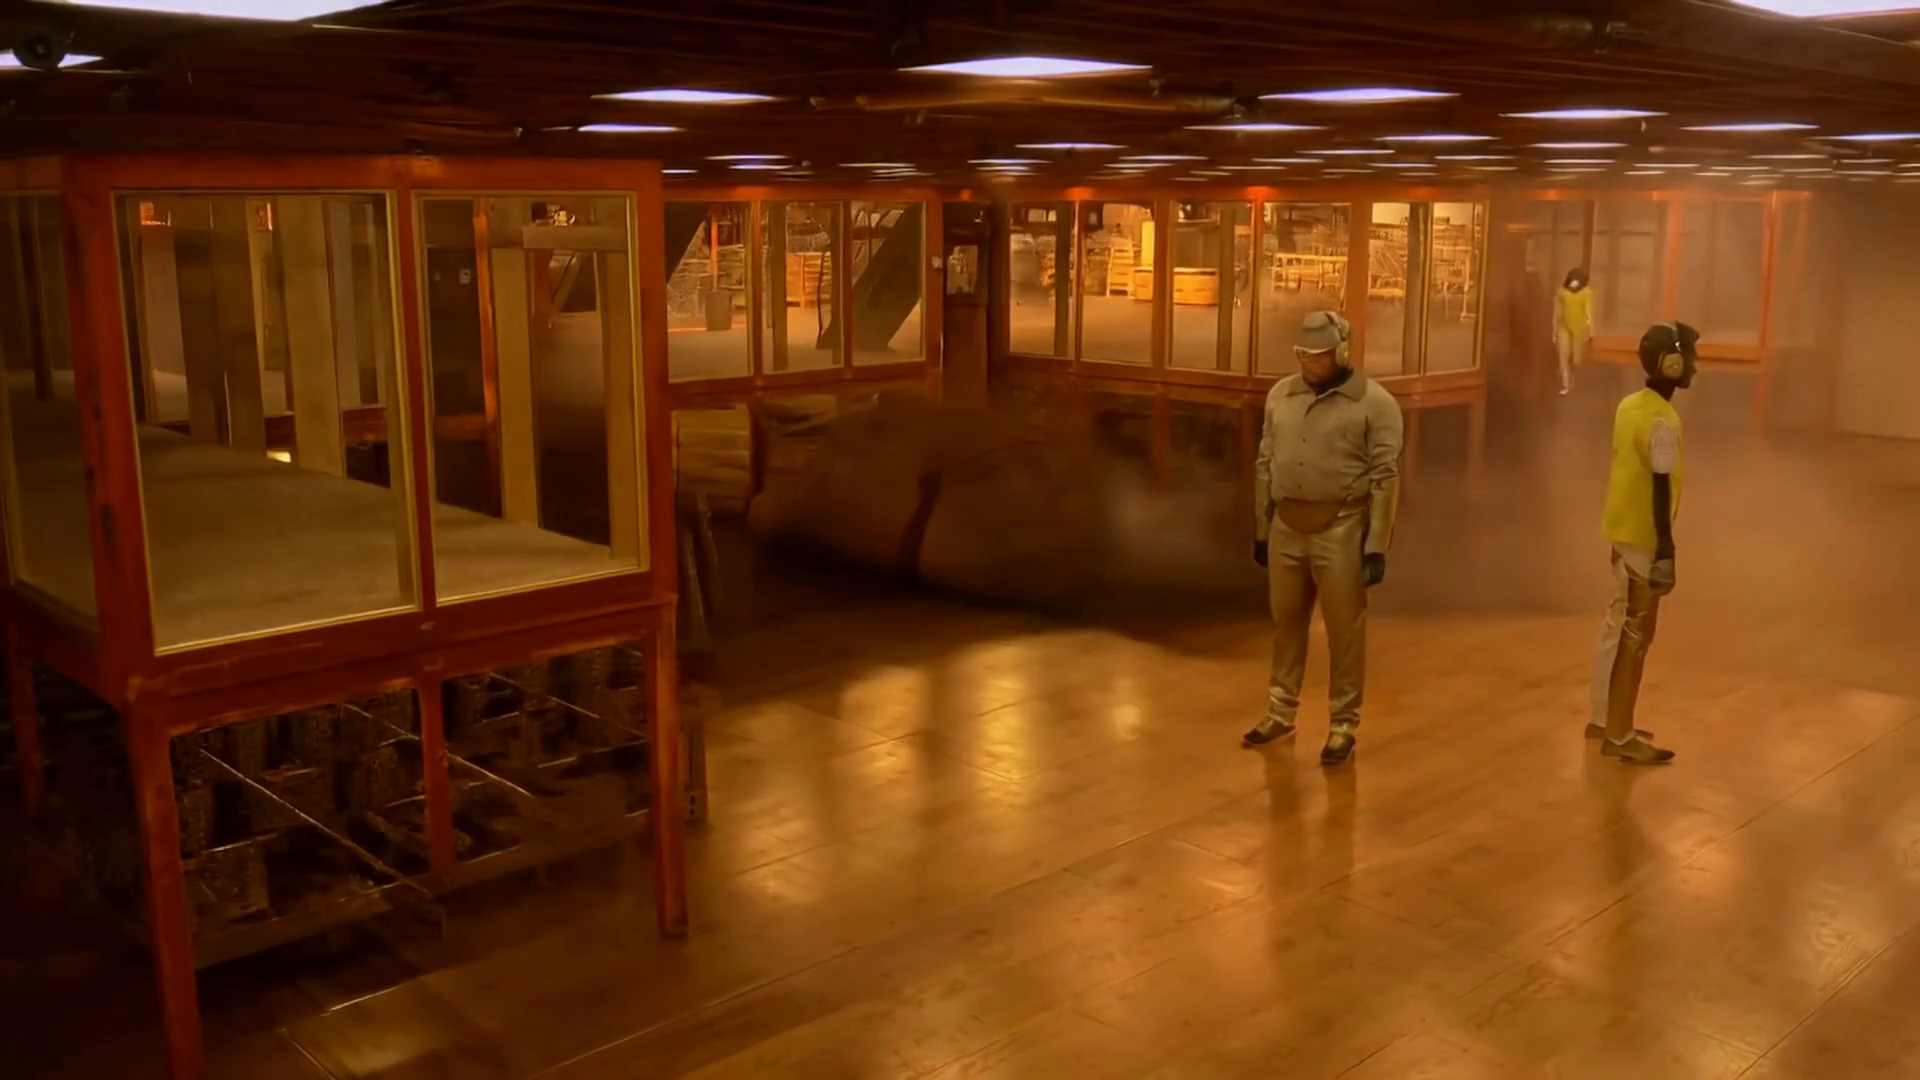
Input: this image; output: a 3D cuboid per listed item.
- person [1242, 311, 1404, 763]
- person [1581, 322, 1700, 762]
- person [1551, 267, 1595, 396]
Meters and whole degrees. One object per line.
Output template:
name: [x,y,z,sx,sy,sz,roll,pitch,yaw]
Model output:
person: [1.515,-0.011,7.042,0.643,1.902,0.400,10,15,40]
person: [2.899,0.011,7.051,0.327,1.861,0.505,0,11,1]
person: [7.623,-2.592,20.703,0.505,1.614,0.461,5,12,24]
